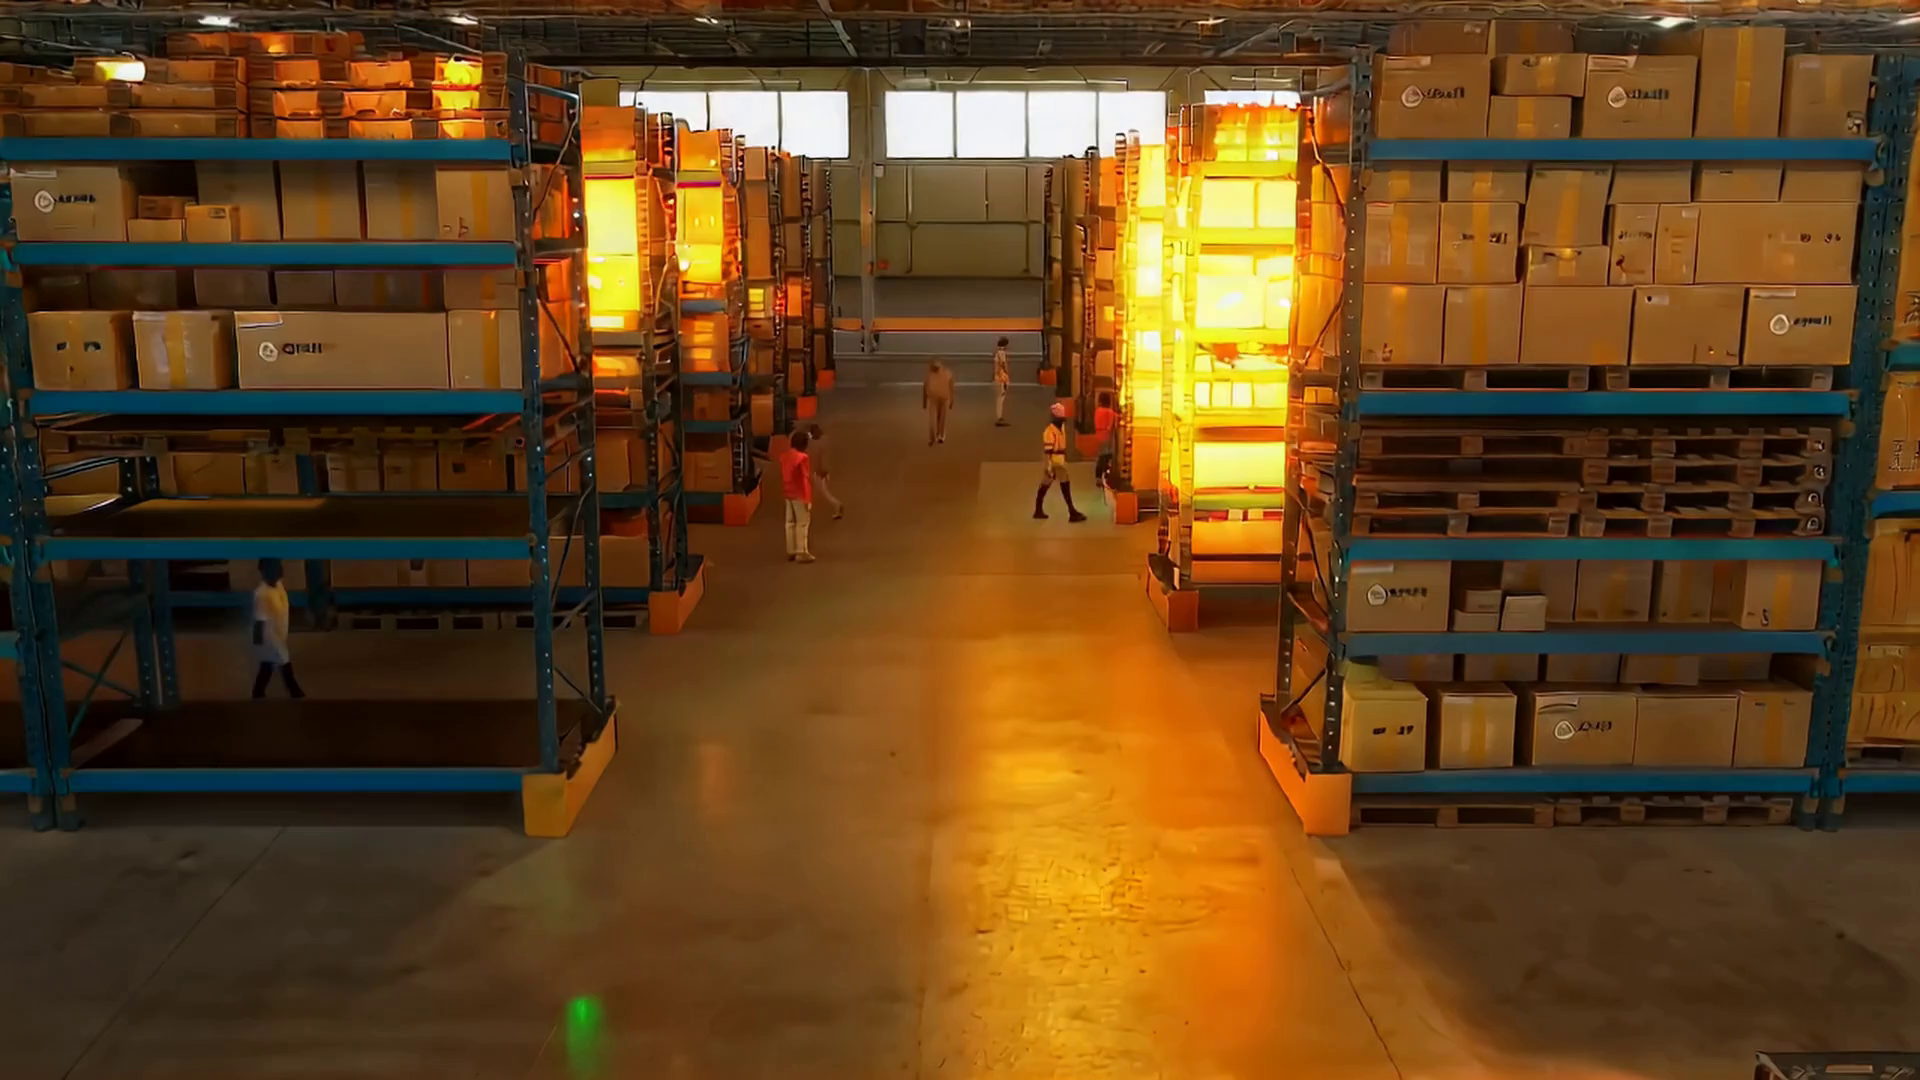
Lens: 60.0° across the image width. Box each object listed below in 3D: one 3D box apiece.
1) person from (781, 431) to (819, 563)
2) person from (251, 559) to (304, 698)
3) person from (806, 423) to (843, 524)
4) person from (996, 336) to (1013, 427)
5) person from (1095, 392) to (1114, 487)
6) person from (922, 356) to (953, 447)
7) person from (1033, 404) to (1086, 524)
[{"bbox_3d":[-2.246,-0.601,23.263,0.430,1.844,0.624,-9,14,-37],"label":"person"},{"bbox_3d":[-6.536,0.947,16.041,0.856,1.646,0.556,0,11,0],"label":"person"},{"bbox_3d":[-2.203,-1.049,26.071,0.735,1.610,0.504,-10,15,-41],"label":"person"},{"bbox_3d":[0.999,-3.585,37.561,0.390,2.037,0.615,0,11,-2],"label":"person"},{"bbox_3d":[2.574,-1.777,29.479,0.319,1.690,0.531,-3,12,-17],"label":"person"},{"bbox_3d":[-0.473,-2.886,34.556,0.664,1.852,0.986,1,11,4],"label":"person"},{"bbox_3d":[1.522,-1.199,26.133,1.013,1.881,0.569,10,15,42],"label":"person"}]
